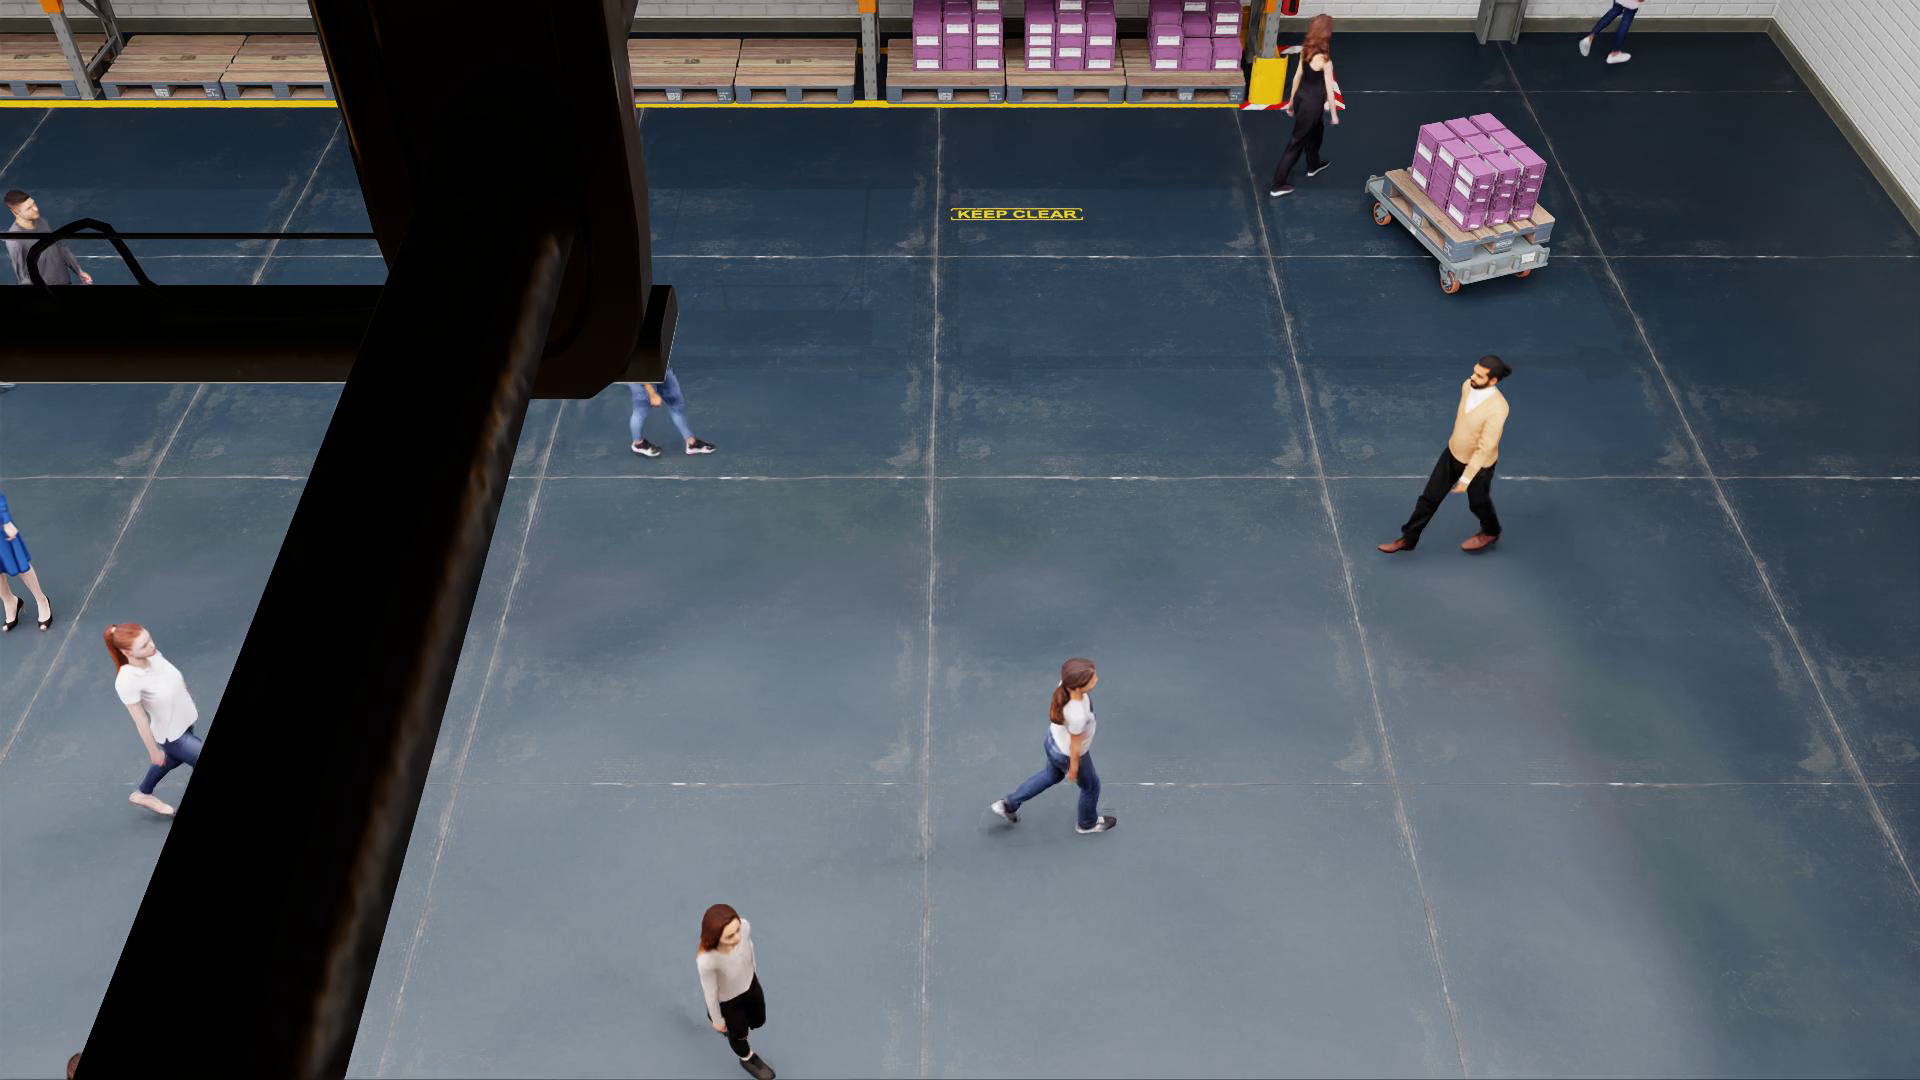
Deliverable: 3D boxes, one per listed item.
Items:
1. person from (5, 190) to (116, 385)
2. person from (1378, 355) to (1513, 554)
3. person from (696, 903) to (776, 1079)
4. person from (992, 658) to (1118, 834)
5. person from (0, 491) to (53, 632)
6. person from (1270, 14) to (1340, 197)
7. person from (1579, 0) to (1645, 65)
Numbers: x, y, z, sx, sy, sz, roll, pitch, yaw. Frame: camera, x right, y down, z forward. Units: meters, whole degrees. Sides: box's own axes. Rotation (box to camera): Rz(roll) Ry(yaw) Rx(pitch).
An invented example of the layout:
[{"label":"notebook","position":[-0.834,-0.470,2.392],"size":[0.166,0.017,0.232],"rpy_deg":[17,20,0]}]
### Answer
[{"label":"person","position":[-7.214,-1.981,13.080],"size":[0.670,1.746,0.627],"rpy_deg":[-2,44,-3]},{"label":"person","position":[3.629,-0.553,11.603],"size":[1.234,1.714,0.932],"rpy_deg":[-14,45,-15]},{"label":"person","position":[-1.237,2.342,8.738],"size":[0.830,1.475,0.751],"rpy_deg":[27,50,26]},{"label":"person","position":[0.582,1.233,9.857],"size":[1.040,1.536,0.681],"rpy_deg":[-8,44,-8]},{"label":"person","position":[-6.486,-0.098,11.043],"size":[0.517,1.828,0.671],"rpy_deg":[2,44,2]},{"label":"person","position":[3.083,-3.904,15.120],"size":[1.061,1.714,0.851],"rpy_deg":[-18,46,-18]},{"label":"person","position":[6.751,-5.659,16.927],"size":[0.974,1.763,0.814],"rpy_deg":[-14,45,-15]}]
